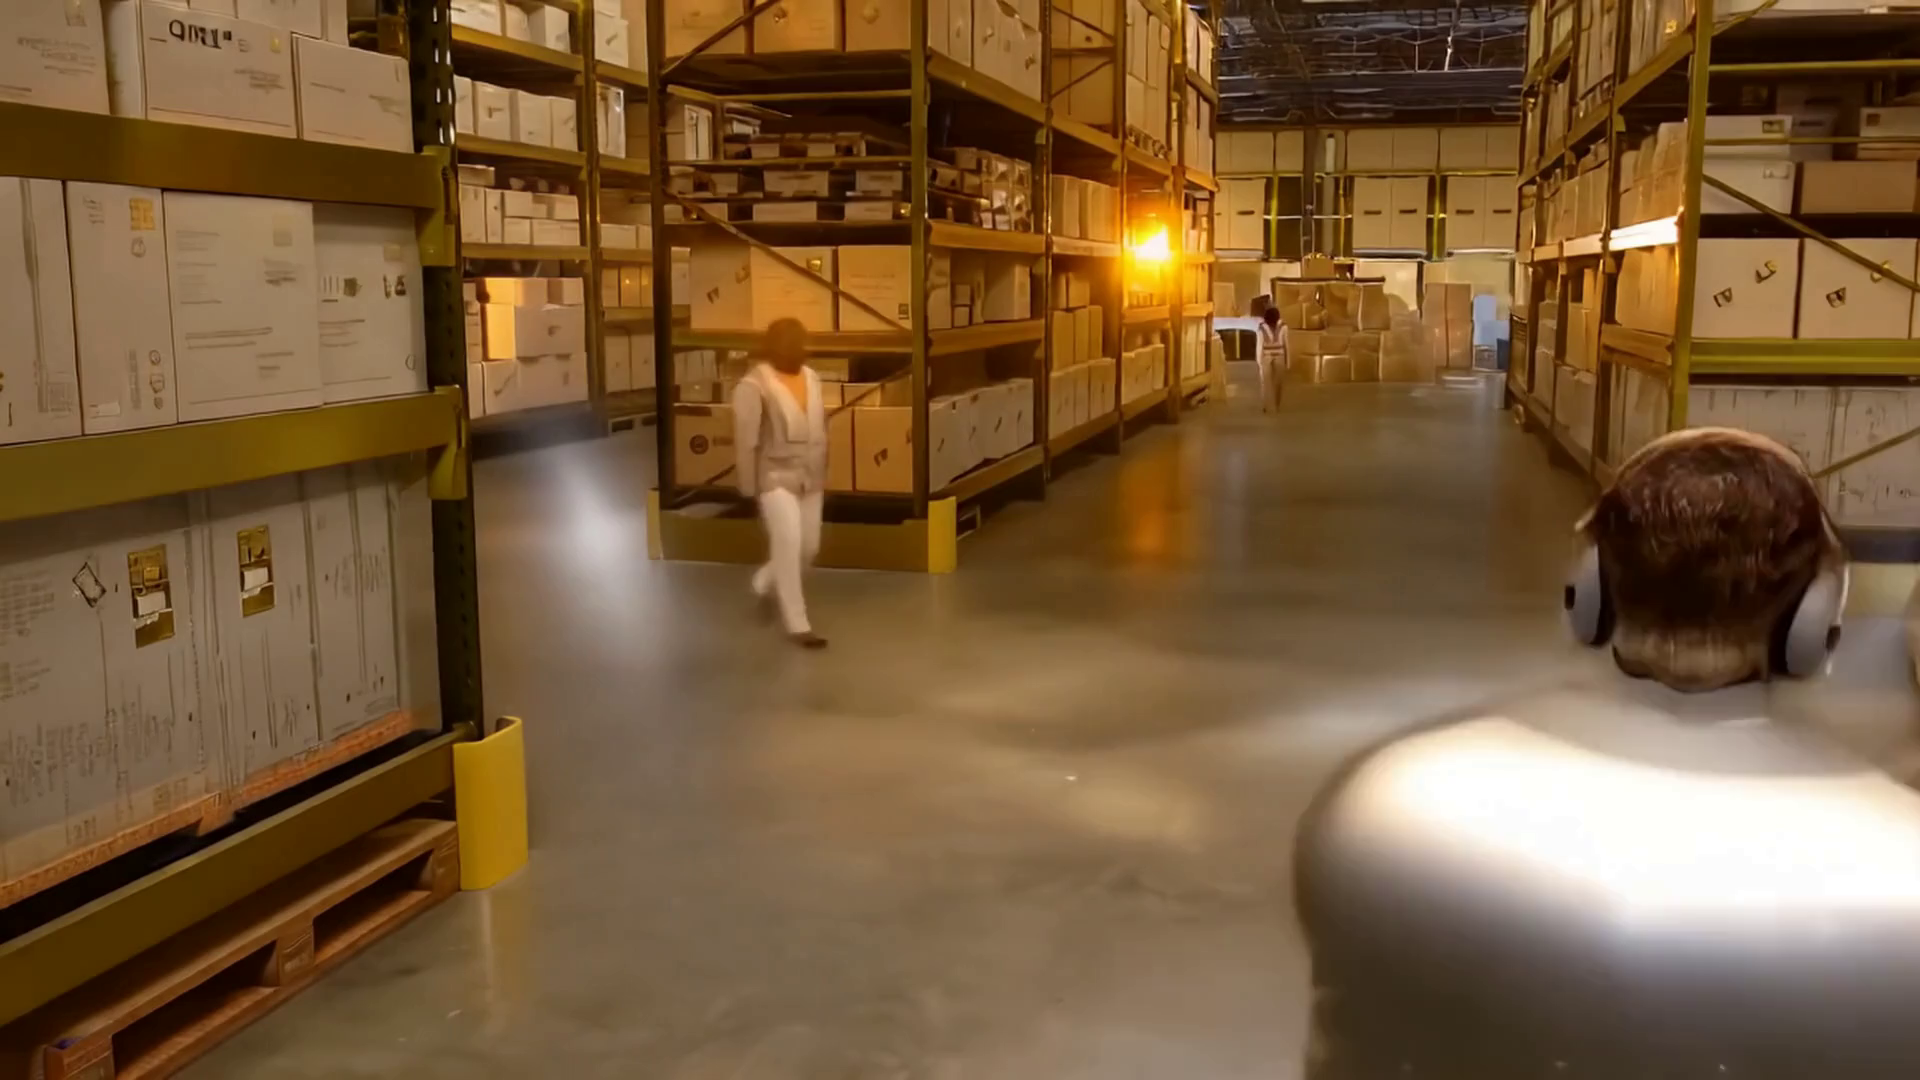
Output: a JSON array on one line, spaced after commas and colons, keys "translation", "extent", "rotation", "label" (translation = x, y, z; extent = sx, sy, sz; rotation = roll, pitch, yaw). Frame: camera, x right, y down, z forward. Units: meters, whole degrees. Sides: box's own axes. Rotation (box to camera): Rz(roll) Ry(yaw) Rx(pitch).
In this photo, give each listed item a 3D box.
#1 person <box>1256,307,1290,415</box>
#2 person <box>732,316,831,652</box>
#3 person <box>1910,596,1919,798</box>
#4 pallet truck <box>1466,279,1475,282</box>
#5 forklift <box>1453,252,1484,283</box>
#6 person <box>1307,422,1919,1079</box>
[{"translation": [4.675, -2.678, 24.827], "extent": [0.514, 1.606, 0.810], "rotation": [2, 9, 15], "label": "person"}, {"translation": [-0.990, -0.321, 9.177], "extent": [0.733, 1.822, 0.631], "rotation": [8, 12, 43], "label": "person"}, {"translation": [3.176, 0.369, 5.107], "extent": [0.622, 1.724, 0.497], "rotation": [2, 9, 15], "label": "person"}, {"translation": [18.896, -8.459, 60.307], "extent": [1.885, 1.965, 0.823], "rotation": [5, 10, 31], "label": "pallet truck"}, {"translation": [15.616, -7.466, 51.204], "extent": [1.129, 2.768, 1.873], "rotation": [-2, 9, -13], "label": "forklift"}, {"translation": [0.624, 0.839, 1.570], "extent": [0.650, 1.892, 0.675], "rotation": [4, 10, 22], "label": "person"}]
